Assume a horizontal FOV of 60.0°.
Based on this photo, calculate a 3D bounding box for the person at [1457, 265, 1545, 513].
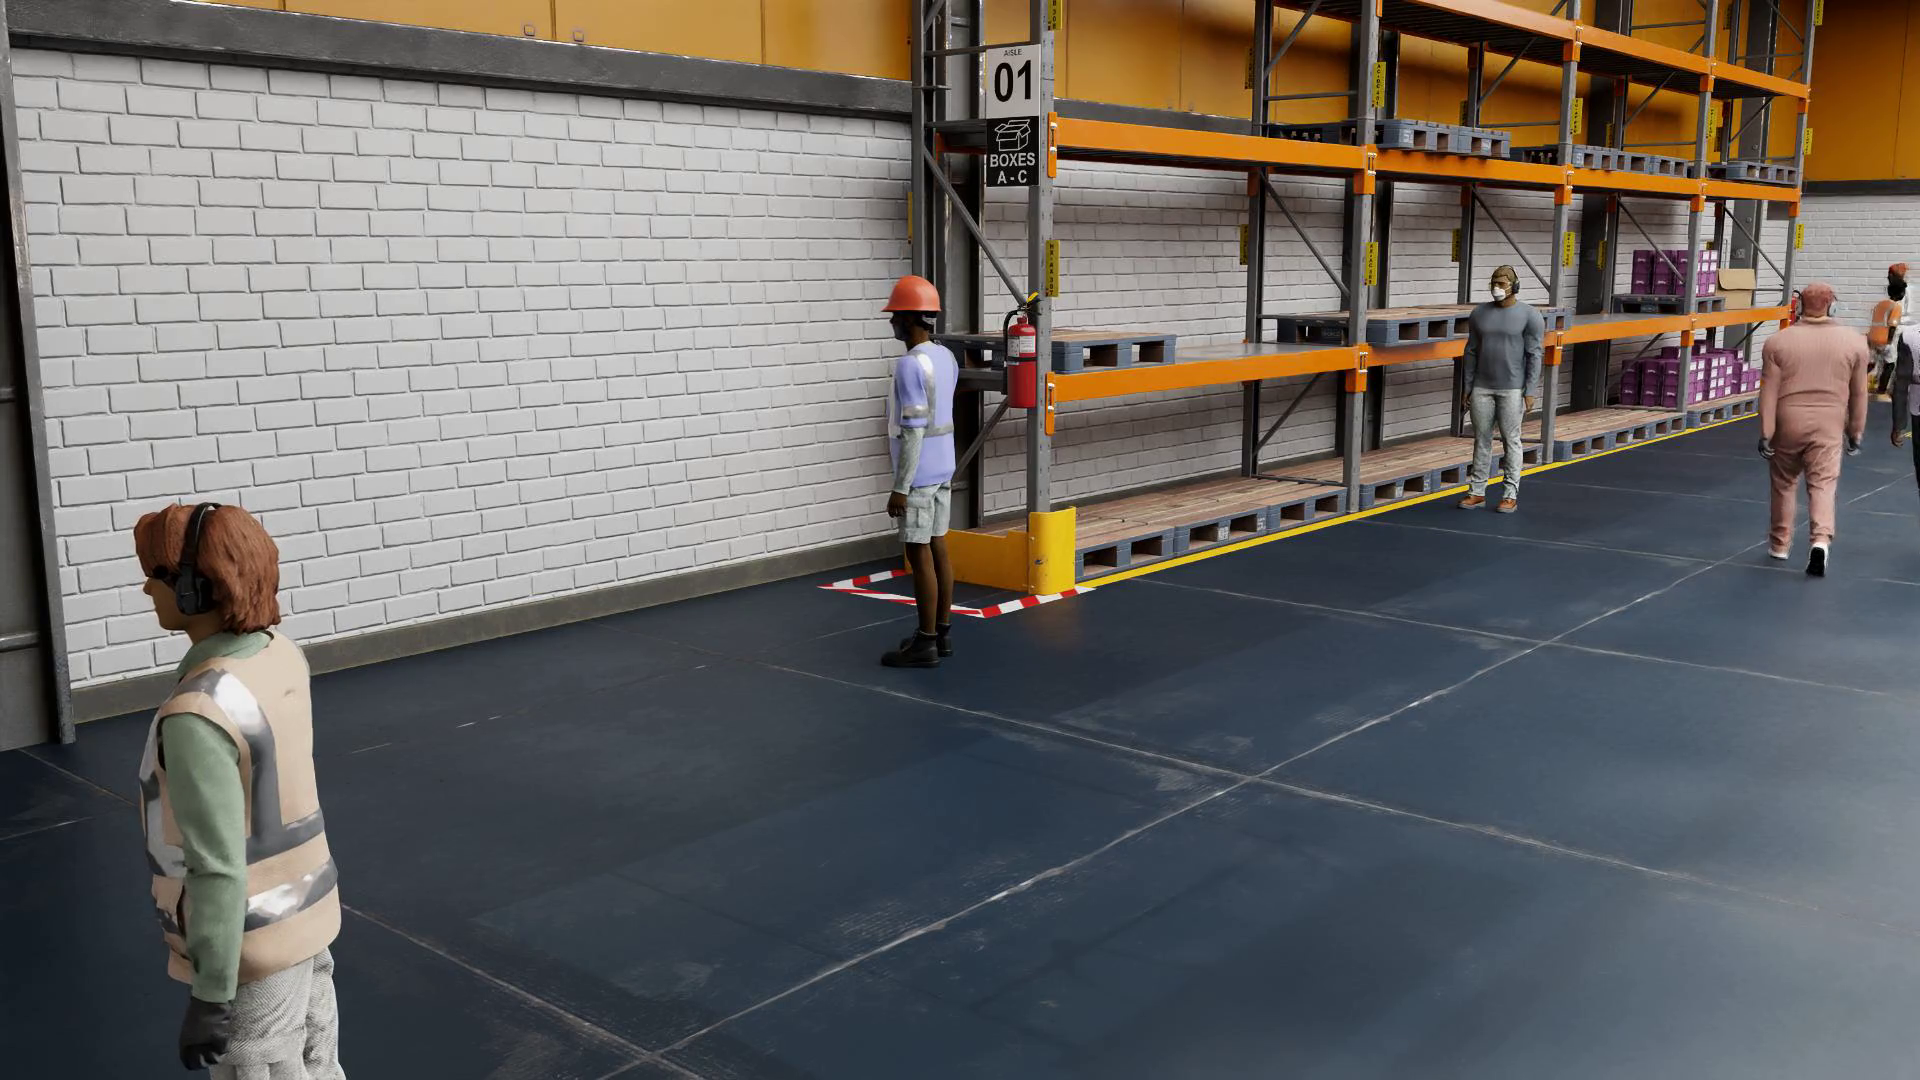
[{"bbox_3d":[4.253,-1.184,13.115,0.627,1.940,0.372,9,13,42],"label":"person"}]

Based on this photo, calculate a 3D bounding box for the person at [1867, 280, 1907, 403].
[{"bbox_3d":[12.300,-2.657,22.333,0.636,1.649,0.540,-1,10,-5],"label":"person"}]

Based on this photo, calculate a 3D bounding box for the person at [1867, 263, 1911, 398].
[{"bbox_3d":[12.975,-2.897,23.089,0.631,1.859,0.597,6,12,31],"label":"person"}]

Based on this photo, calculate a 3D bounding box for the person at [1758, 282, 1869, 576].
[{"bbox_3d":[5.501,-0.727,10.745,0.649,1.868,0.954,3,11,19],"label":"person"}]

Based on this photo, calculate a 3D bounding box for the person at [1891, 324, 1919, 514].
[{"bbox_3d":[6.440,-0.768,10.914,0.602,1.877,0.765,7,12,36],"label":"person"}]

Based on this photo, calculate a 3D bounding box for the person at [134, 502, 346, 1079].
[{"bbox_3d":[-1.281,0.740,3.005,0.314,1.641,0.515,-1,10,-6],"label":"person"}]

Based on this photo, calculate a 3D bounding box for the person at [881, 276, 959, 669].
[{"bbox_3d":[-0.214,-0.330,8.247,0.362,1.939,0.542,4,11,20],"label":"person"}]

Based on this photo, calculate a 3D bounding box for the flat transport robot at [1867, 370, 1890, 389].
[{"bbox_3d":[13.509,-2.416,24.871,0.652,0.197,1.431,5,11,26],"label":"flat transport robot"}]
